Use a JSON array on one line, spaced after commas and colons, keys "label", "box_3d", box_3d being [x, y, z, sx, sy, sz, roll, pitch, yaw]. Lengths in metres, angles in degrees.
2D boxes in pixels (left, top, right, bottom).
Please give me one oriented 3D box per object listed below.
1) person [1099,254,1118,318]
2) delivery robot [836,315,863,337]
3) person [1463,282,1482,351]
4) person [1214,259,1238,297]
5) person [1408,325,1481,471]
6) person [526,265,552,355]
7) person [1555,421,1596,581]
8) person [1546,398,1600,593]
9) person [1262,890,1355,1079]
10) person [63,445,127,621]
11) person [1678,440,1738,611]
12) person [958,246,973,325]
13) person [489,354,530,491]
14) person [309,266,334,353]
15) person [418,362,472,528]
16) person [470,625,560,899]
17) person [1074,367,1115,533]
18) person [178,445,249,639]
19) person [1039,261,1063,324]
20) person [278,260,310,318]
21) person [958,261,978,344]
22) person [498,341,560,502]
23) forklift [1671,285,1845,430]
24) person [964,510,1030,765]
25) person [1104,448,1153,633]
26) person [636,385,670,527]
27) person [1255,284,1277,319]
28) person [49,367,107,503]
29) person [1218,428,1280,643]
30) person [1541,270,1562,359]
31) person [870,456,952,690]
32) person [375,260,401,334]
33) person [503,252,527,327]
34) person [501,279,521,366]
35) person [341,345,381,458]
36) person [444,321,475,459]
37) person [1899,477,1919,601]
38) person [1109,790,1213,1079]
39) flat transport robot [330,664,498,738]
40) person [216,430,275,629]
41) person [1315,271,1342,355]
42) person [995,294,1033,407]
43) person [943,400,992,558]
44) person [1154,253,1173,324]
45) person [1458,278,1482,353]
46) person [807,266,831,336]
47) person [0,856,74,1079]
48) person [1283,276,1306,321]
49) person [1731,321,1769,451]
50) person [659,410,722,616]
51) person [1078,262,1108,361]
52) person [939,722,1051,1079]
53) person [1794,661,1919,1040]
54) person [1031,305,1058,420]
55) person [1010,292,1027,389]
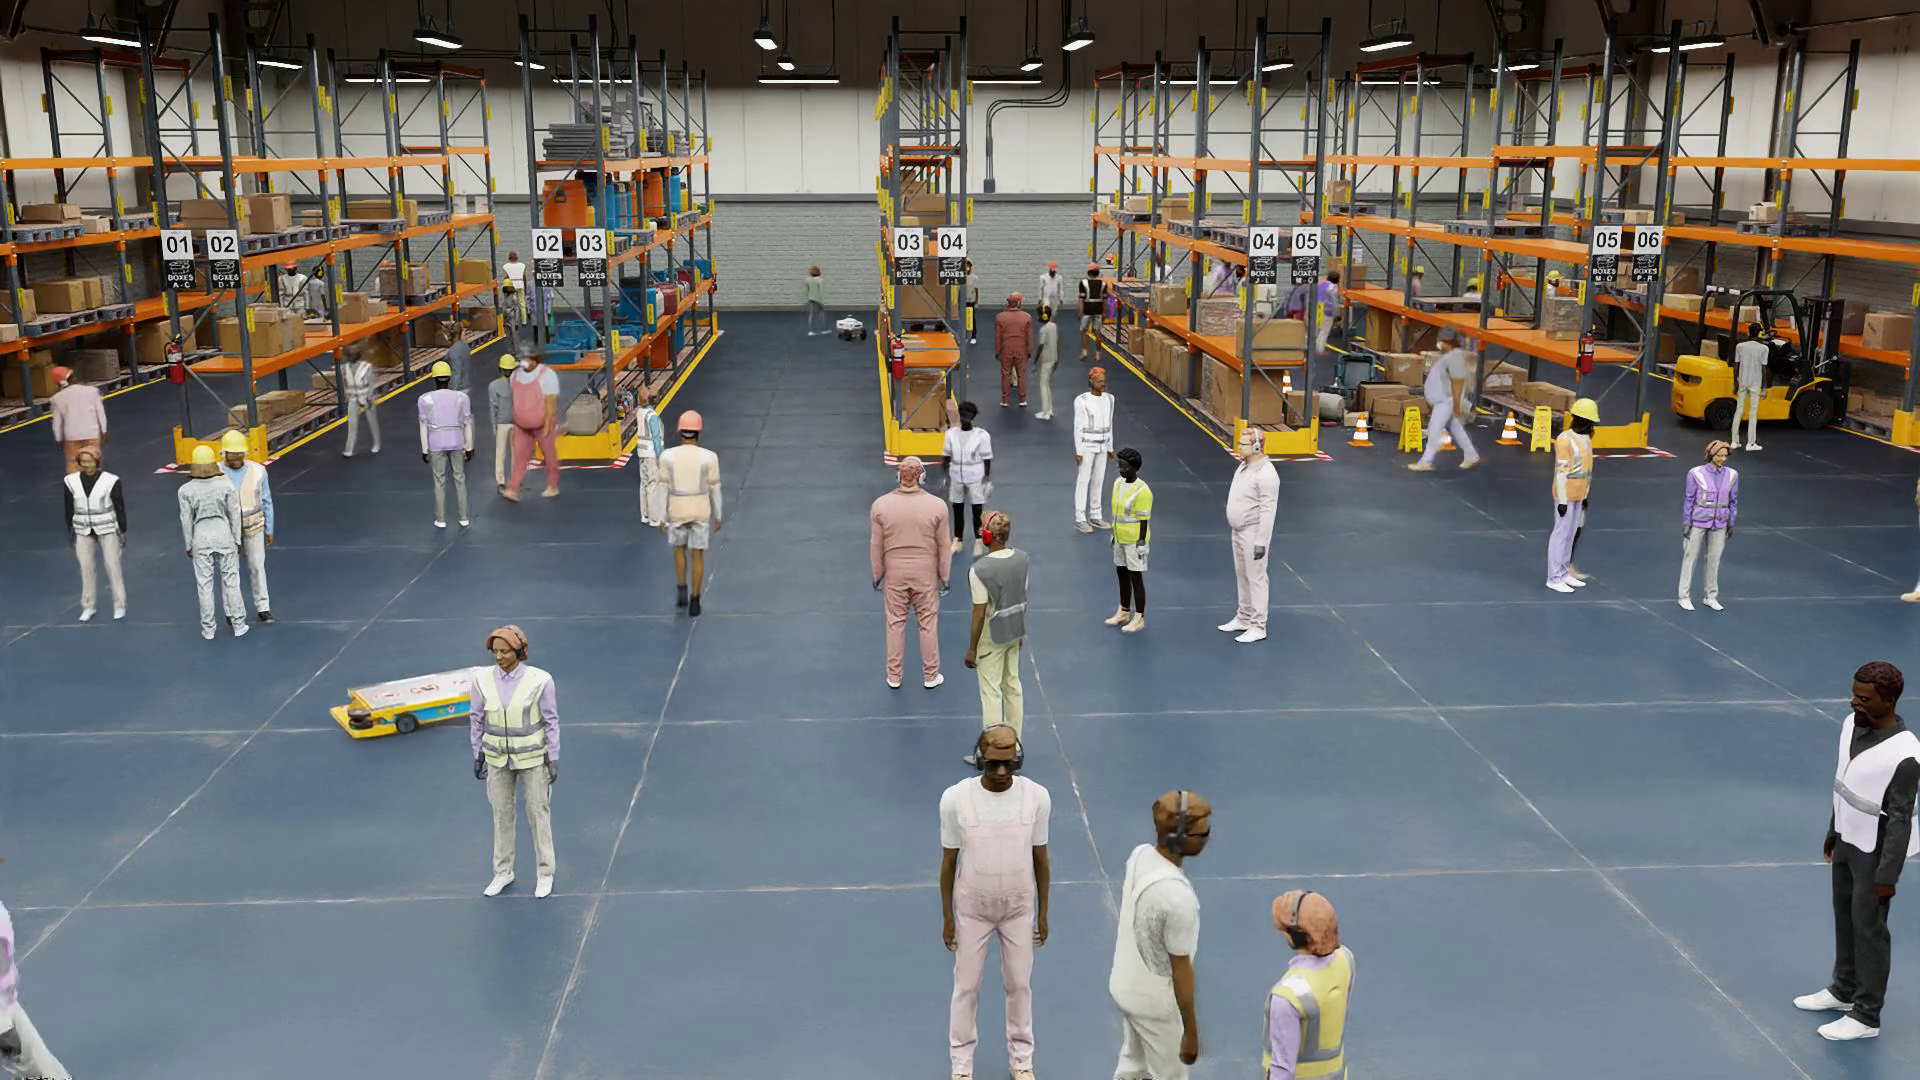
[{"label": "person", "box_3d": [3.699, -6.200, 41.150, 0.574, 1.747, 0.335, 8, 15, 29]}, {"label": "delivery robot", "box_3d": [-2.521, -4.885, 37.943, 0.477, 0.478, 0.707, -9, 16, -34]}, {"label": "person", "box_3d": [10.833, -4.666, 34.990, 0.505, 1.602, 0.610, -1, 13, -5]}, {"label": "person", "box_3d": [6.101, -5.633, 38.257, 0.612, 1.988, 1.051, -4, 14, -17]}, {"label": "person", "box_3d": [6.652, -1.945, 22.509, 0.976, 2.000, 0.696, 1, 13, 6]}, {"label": "person", "box_3d": [-8.842, -4.821, 34.921, 0.549, 1.934, 0.377, 2, 13, 9]}, {"label": "person", "box_3d": [6.198, -0.421, 16.814, 0.326, 1.687, 0.539, 1, 13, 3]}, {"label": "person", "box_3d": [6.058, -0.449, 16.427, 0.379, 1.919, 0.586, 11, 17, 40]}, {"label": "person", "box_3d": [1.298, 2.090, 6.277, 0.309, 1.640, 0.511, 11, 17, 38]}, {"label": "person", "box_3d": [-7.999, -0.069, 15.429, 0.531, 1.637, 0.316, -2, 13, -7]}, {"label": "person", "box_3d": [7.076, -0.138, 15.735, 0.514, 1.634, 0.313, -1, 13, -3]}, {"label": "person", "box_3d": [0.081, -6.239, 40.738, 0.451, 2.021, 0.619, -8, 16, -32]}, {"label": "person", "box_3d": [-5.718, -1.485, 21.151, 0.329, 1.765, 0.527, 13, 18, 43]}, {"label": "person", "box_3d": [-13.651, -4.925, 35.524, 0.513, 1.860, 0.316, 10, 17, 38]}, {"label": "person", "box_3d": [-5.927, -1.096, 19.188, 0.582, 1.919, 0.400, -7, 15, -28]}, {"label": "person", "box_3d": [-2.582, 1.286, 9.678, 0.524, 1.639, 0.308, 1, 13, 6]}, {"label": "person", "box_3d": [1.537, -1.036, 18.995, 0.574, 1.883, 0.360, -10, 17, -36]}, {"label": "person", "box_3d": [-6.661, 0.016, 14.835, 0.485, 1.745, 0.292, -5, 14, -22]}, {"label": "person", "box_3d": [2.143, -5.733, 39.267, 0.575, 1.716, 0.758, -2, 13, -8]}, {"label": "person", "box_3d": [-14.124, -4.967, 35.308, 0.615, 2.038, 0.395, -2, 13, -9]}, {"label": "person", "box_3d": [0.172, -5.320, 37.197, 0.510, 1.862, 0.333, 7, 15, 27]}, {"label": "person", "box_3d": [-5.305, -1.470, 20.494, 0.692, 2.000, 1.035, 4, 14, 15]}, {"label": "forklift", "box_3d": [12.503, -2.886, 26.166, 2.313, 2.155, 1.214, -1, 13, -3]}, {"label": "person", "box_3d": [0.268, 0.702, 11.710, 0.389, 1.846, 0.567, 11, 17, 40]}, {"label": "person", "box_3d": [1.540, -0.003, 15.044, 0.319, 1.688, 0.539, -7, 15, -26]}, {"label": "person", "box_3d": [-3.568, -0.967, 19.214, 0.307, 1.645, 0.517, -8, 16, -31]}, {"label": "person", "box_3d": [6.325, -4.775, 34.739, 0.594, 1.924, 0.382, 7, 15, 27]}, {"label": "person", "box_3d": [-10.828, -1.285, 20.460, 0.622, 1.709, 0.369, -8, 15, -30]}, {"label": "person", "box_3d": [2.561, -0.051, 14.774, 0.409, 1.907, 0.649, -3, 14, -13]}, {"label": "person", "box_3d": [12.239, -4.666, 34.482, 0.404, 1.829, 0.600, 2, 13, 8]}, {"label": "person", "box_3d": [-0.391, 0.268, 13.421, 0.654, 1.906, 0.406, 1, 13, 4]}, {"label": "person", "box_3d": [-12.091, -4.926, 35.256, 0.613, 1.985, 0.396, 2, 13, 8]}, {"label": "person", "box_3d": [-10.834, -6.103, 40.558, 0.563, 1.837, 0.389, -7, 15, -29]}, {"label": "person", "box_3d": [-9.023, -4.357, 33.361, 0.494, 1.743, 0.306, 12, 18, 41]}, {"label": "person", "box_3d": [-8.521, -1.972, 23.602, 0.523, 1.588, 0.893, 1, 13, 6]}, {"label": "person", "box_3d": [-7.050, -2.106, 23.407, 0.373, 1.940, 0.630, -1, 13, -3]}, {"label": "person", "box_3d": [9.298, -0.255, 15.779, 0.429, 1.844, 0.622, -1, 13, -3]}, {"label": "person", "box_3d": [0.809, 1.880, 6.764, 0.385, 1.830, 0.531, -3, 14, -14]}, {"label": "flat transport robot", "box_3d": [-4.055, 1.226, 12.866, 1.431, 0.197, 0.652, -9, 16, -33]}, {"label": "person", "box_3d": [-6.565, -0.103, 15.174, 0.595, 1.826, 0.404, -8, 16, -31]}, {"label": "person", "box_3d": [7.747, -4.756, 34.940, 0.453, 1.800, 0.658, -4, 14, -16]}, {"label": "person", "box_3d": [0.903, -3.202, 28.109, 0.641, 1.913, 0.407, -1, 13, -3]}, {"label": "person", "box_3d": [0.071, -0.657, 17.785, 0.546, 1.696, 0.318, 6, 14, 23]}, {"label": "person", "box_3d": [4.791, -5.965, 39.932, 0.575, 1.859, 0.844, -3, 14, -13]}, {"label": "person", "box_3d": [10.300, -4.407, 33.594, 0.538, 1.742, 0.717, -1, 13, -6]}, {"label": "person", "box_3d": [-3.320, -5.596, 38.883, 0.515, 1.600, 0.759, 8, 16, 32]}, {"label": "person", "box_3d": [-3.995, 1.952, 6.950, 0.856, 1.594, 0.542, -5, 14, -22]}, {"label": "person", "box_3d": [7.384, -5.073, 36.720, 0.507, 1.595, 0.779, 1, 13, 5]}, {"label": "person", "box_3d": [11.448, -2.230, 24.083, 0.325, 1.871, 0.521, -10, 17, -37]}, {"label": "person", "box_3d": [-2.518, -0.256, 15.607, 0.579, 1.917, 0.536, -1, 13, -3]}, {"label": "person", "box_3d": [2.732, -4.688, 34.217, 0.634, 2.011, 0.552, -3, 14, -12]}, {"label": "person", "box_3d": [0.160, 1.688, 7.565, 0.502, 1.837, 0.349, -2, 13, -7]}, {"label": "person", "box_3d": [4.454, 1.510, 8.156, 0.396, 1.911, 0.588, 1, 13, 3]}, {"label": "person", "box_3d": [1.380, -2.874, 26.872, 0.388, 1.844, 0.560, 5, 14, 21]}, {"label": "person", "box_3d": [1.002, -3.626, 30.241, 0.328, 1.753, 0.560, -8, 16, -31]}]
